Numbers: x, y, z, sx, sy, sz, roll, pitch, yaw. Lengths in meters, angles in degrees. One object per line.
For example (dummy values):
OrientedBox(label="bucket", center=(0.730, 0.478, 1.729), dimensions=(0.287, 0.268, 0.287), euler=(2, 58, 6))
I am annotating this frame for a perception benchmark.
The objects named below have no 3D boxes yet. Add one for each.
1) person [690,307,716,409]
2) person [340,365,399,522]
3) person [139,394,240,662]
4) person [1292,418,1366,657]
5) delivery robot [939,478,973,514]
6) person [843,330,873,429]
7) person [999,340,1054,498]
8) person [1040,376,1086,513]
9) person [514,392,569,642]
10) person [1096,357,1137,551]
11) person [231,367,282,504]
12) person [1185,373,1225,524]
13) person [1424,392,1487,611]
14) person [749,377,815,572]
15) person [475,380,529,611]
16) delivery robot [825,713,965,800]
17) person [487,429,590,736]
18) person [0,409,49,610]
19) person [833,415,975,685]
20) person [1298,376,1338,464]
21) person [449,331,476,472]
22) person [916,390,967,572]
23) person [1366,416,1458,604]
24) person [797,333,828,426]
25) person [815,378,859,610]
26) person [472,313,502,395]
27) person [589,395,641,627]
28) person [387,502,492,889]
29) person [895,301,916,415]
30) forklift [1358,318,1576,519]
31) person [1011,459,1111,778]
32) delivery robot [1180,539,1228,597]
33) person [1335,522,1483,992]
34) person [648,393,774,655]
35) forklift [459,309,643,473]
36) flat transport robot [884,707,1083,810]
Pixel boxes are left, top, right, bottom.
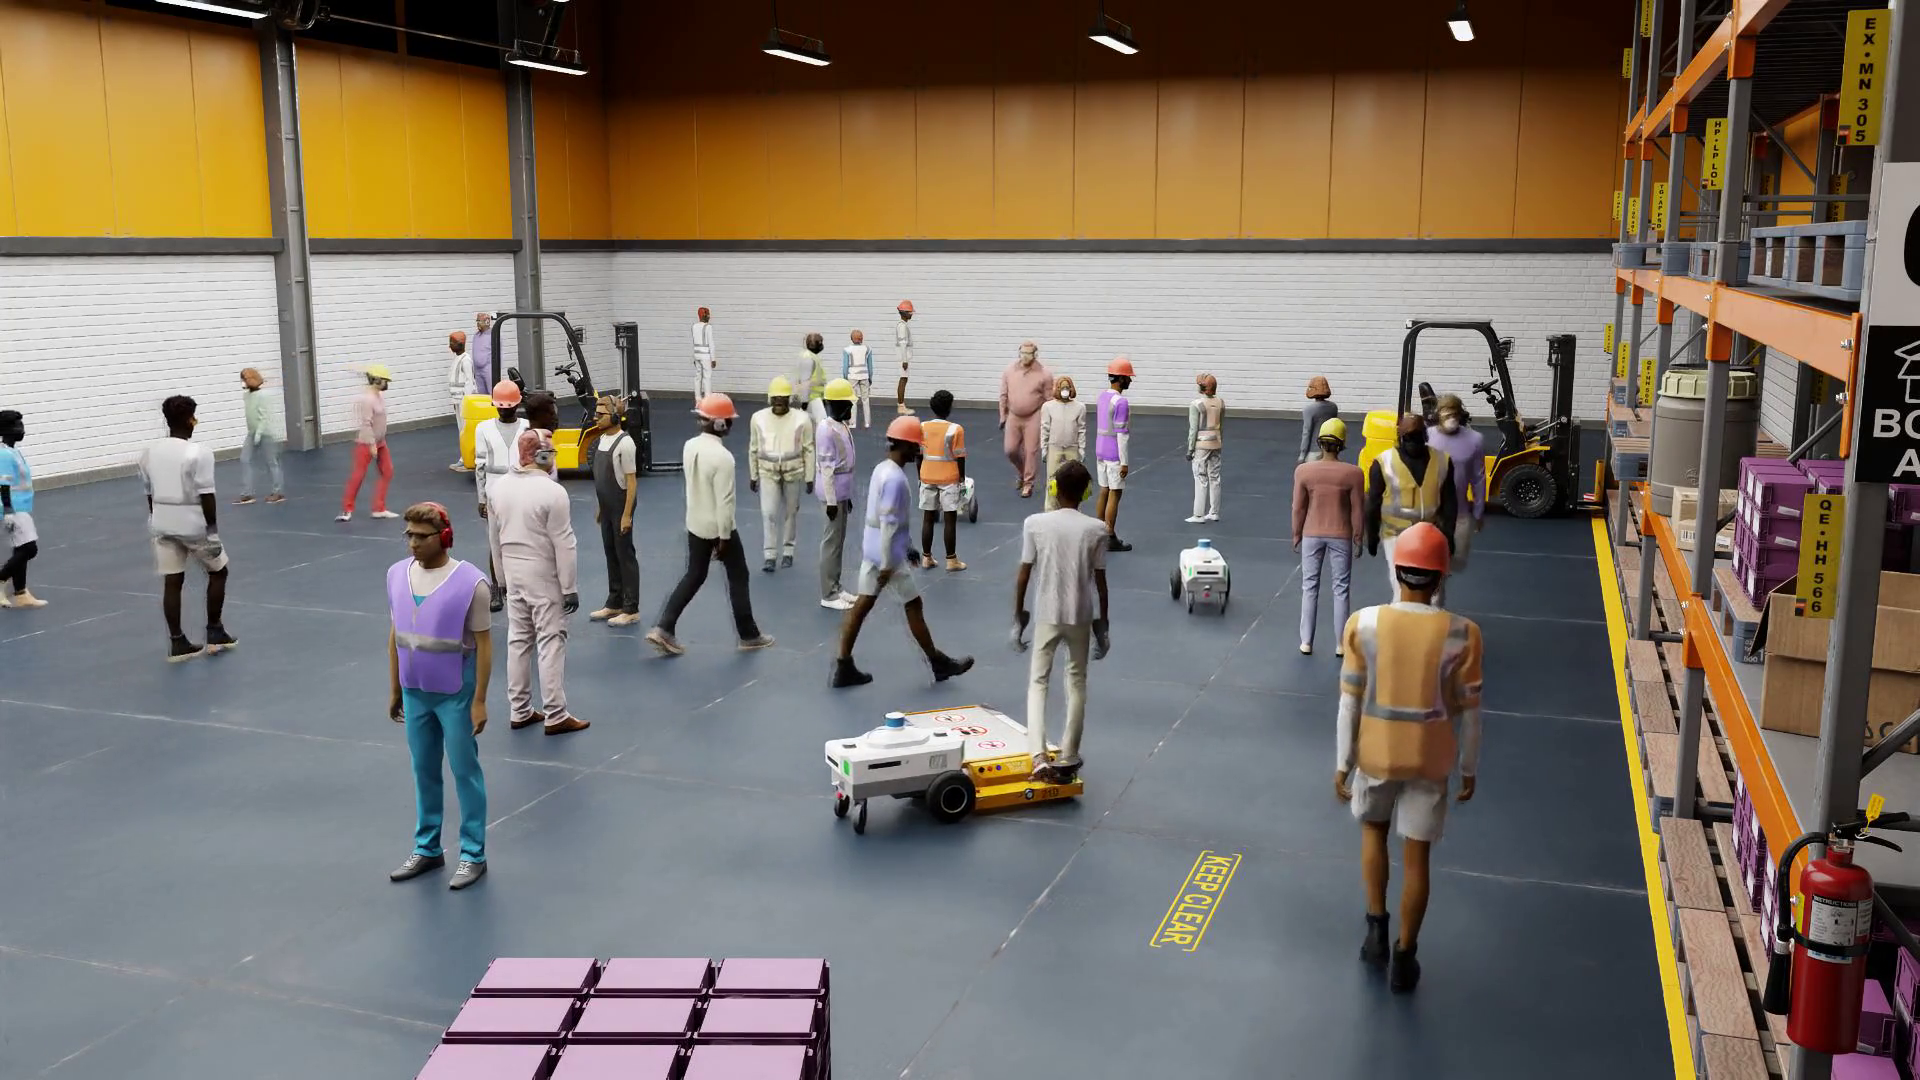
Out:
OrientedBox(label="person", center=(-4.734, -3.354, 30.745), dimensions=(0.572, 1.886, 0.353), euler=(8, 13, 37))
OrientedBox(label="person", center=(-6.555, -1.061, 18.338), dimensions=(0.542, 1.717, 0.661), euler=(2, 10, 9))
OrientedBox(label="person", center=(-5.646, -0.105, 12.266), dimensions=(0.643, 1.943, 0.689), euler=(2, 10, 13))
OrientedBox(label="person", center=(2.722, -0.019, 12.299), dimensions=(0.531, 1.767, 0.328), euler=(4, 11, 20))
OrientedBox(label="delivery robot", center=(-0.042, -0.542, 18.392), dimensions=(0.477, 0.478, 0.707), euler=(1, 10, 5))
OrientedBox(label="person", center=(-1.689, -2.648, 27.464), dimensions=(0.523, 1.638, 0.311), euler=(-4, 11, -21))
OrientedBox(label="person", center=(0.800, -1.464, 20.071), dimensions=(0.676, 1.891, 0.474), euler=(3, 10, 16))
OrientedBox(label="person", center=(1.113, -0.954, 17.937), dimensions=(0.497, 1.633, 0.285), euler=(-1, 10, -7))
OrientedBox(label="person", center=(-3.252, -0.176, 12.758), dimensions=(0.372, 1.916, 0.597), euler=(-4, 11, -22))
OrientedBox(label="person", center=(1.557, -0.847, 16.530), dimensions=(0.394, 1.929, 0.539), euler=(-4, 11, -20))
OrientedBox(label="person", center=(-8.267, -1.203, 19.430), dimensions=(0.500, 1.603, 0.697), euler=(6, 12, 32))
OrientedBox(label="person", center=(2.681, -0.994, 18.150), dimensions=(0.515, 1.639, 0.309), euler=(-8, 13, -38))
OrientedBox(label="person", center=(3.753, -0.222, 13.028), dimensions=(0.661, 1.912, 0.657), euler=(-1, 10, -6))
OrientedBox(label="person", center=(-1.654, -0.591, 15.404), dimensions=(0.621, 1.801, 0.821), euler=(-1, 10, -4))
OrientedBox(label="person", center=(-3.732, -0.367, 13.807), dimensions=(0.542, 1.928, 0.374), euler=(-3, 11, -17))
OrientedBox(label="delivery robot", center=(-0.345, 1.159, 8.810), dimensions=(0.707, 0.478, 0.477), euler=(-4, 11, -23))
OrientedBox(label="person", center=(-2.612, 0.256, 10.363), dimensions=(0.650, 1.904, 0.401), euler=(6, 12, 31))
OrientedBox(label="person", center=(-7.822, -0.239, 13.742), dimensions=(0.388, 1.685, 0.557), euler=(-4, 11, -21))
OrientedBox(label="person", center=(-0.428, 0.083, 11.425), dimensions=(1.011, 1.867, 0.575), euler=(-2, 10, -14))
OrientedBox(label="person", center=(3.834, -0.938, 17.850), dimensions=(0.497, 1.633, 0.284), euler=(-7, 12, -36))
OrientedBox(label="person", center=(-6.684, -1.859, 22.328), dimensions=(0.355, 1.885, 0.575), euler=(-6, 12, -30))
OrientedBox(label="person", center=(-0.173, -0.550, 15.483), dimensions=(0.542, 1.696, 0.316), euler=(6, 12, 29))
OrientedBox(label="person", center=(3.343, -0.022, 12.267), dimensions=(0.619, 1.775, 0.984), euler=(-1, 10, -6))
OrientedBox(label="person", center=(-2.019, -2.017, 23.478), dimensions=(0.947, 1.790, 0.652), euler=(0, 10, 1))
OrientedBox(label="person", center=(-1.021, -0.390, 13.934), dimensions=(0.367, 1.928, 0.584), euler=(1, 10, 8))
OrientedBox(label="person", center=(-7.917, -2.830, 27.739), dimensions=(0.640, 1.909, 0.409), euler=(7, 12, 33))
OrientedBox(label="person", center=(-2.760, -0.235, 13.291), dimensions=(0.345, 1.847, 0.504), euler=(-8, 13, -38))
OrientedBox(label="person", center=(-2.461, 0.723, 7.898), dimensions=(0.564, 1.845, 0.390), euler=(4, 11, 20))
OrientedBox(label="person", center=(-0.970, -3.254, 29.739), dimensions=(0.374, 2.040, 0.615), euler=(0, 10, -2))
OrientedBox(label="forklift", center=(5.787, -1.437, 19.079), dimensions=(2.313, 2.155, 1.214), euler=(3, 11, 19))
OrientedBox(label="person", center=(0.568, 0.487, 9.301), dimensions=(0.560, 1.826, 0.776), euler=(0, 10, 2))
OrientedBox(label="delivery robot", center=(2.050, 0.238, 13.997), dimensions=(0.477, 0.478, 0.707), euler=(0, 10, 2))
OrientedBox(label="person", center=(1.853, 0.871, 6.857), dimensions=(0.564, 1.914, 0.586), euler=(3, 11, 18))
OrientedBox(label="person", center=(-1.852, -0.110, 12.265), dimensions=(0.617, 1.965, 0.927), euler=(10, 14, 44))
OrientedBox(label="forklift", center=(-5.354, -1.902, 21.697), dimensions=(2.313, 2.155, 1.214), euler=(-2, 10, -13))
OrientedBox(label="flat transport robot", center=(0.092, 1.211, 9.580), dimensions=(0.652, 0.197, 1.431), euler=(-4, 11, -23))
